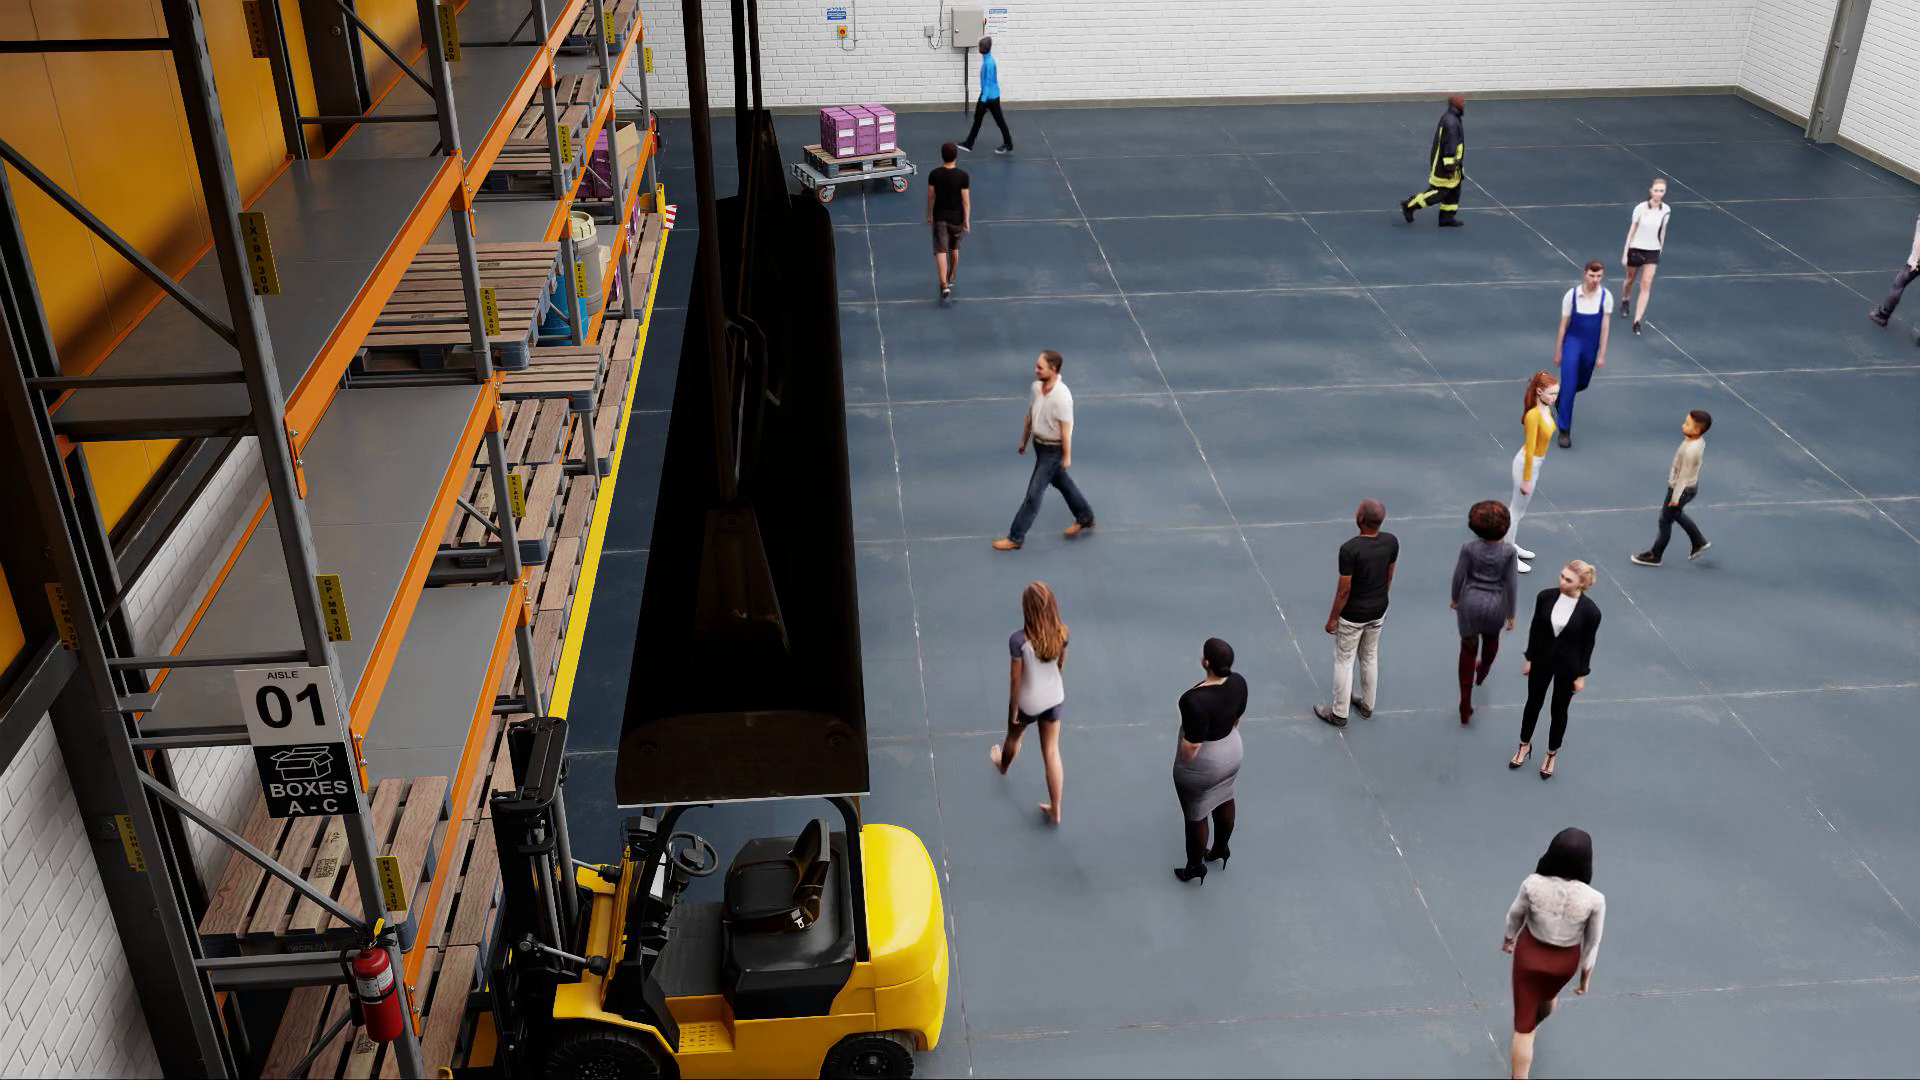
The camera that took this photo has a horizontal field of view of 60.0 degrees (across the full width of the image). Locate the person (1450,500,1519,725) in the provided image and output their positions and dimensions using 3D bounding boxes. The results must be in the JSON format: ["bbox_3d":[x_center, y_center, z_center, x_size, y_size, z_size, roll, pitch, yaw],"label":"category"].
[{"bbox_3d":[3.748,0.559,11.991,0.876,1.681,1.087,10,30,18],"label":"person"}]

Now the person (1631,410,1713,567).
[{"bbox_3d":[6.143,-0.430,14.041,0.876,1.454,0.873,13,31,23],"label":"person"}]

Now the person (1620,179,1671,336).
[{"bbox_3d":[7.782,-3.279,18.996,0.823,1.710,1.221,6,29,11],"label":"person"}]

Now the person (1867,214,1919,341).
[{"bbox_3d":[10.840,-3.067,18.525,0.705,1.789,1.221,-5,29,-8],"label":"person"}]

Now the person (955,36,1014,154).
[{"bbox_3d":[0.559,-6.698,25.230,0.795,1.742,1.109,-7,29,-13],"label":"person"}]

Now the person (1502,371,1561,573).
[{"bbox_3d":[4.787,-0.592,14.027,0.725,1.751,0.637,15,32,25],"label":"person"}]

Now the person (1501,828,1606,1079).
[{"bbox_3d":[3.064,2.316,8.749,0.895,1.701,1.157,9,30,16],"label":"person"}]

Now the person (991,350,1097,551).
[{"bbox_3d":[0.869,-0.776,14.313,1.020,1.801,1.284,-11,31,-20],"label":"person"}]

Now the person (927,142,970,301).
[{"bbox_3d":[-0.157,-3.773,19.775,0.743,1.833,1.222,0,29,0],"label":"person"}]

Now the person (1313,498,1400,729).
[{"bbox_3d":[2.869,0.522,11.931,0.751,1.804,0.720,-13,31,-23],"label":"person"}]

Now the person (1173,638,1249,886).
[{"bbox_3d":[1.572,1.382,10.401,0.777,1.760,0.811,-23,36,-35],"label":"person"}]

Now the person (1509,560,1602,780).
[{"bbox_3d":[4.088,0.871,11.394,0.677,1.705,0.728,20,34,32],"label":"person"}]

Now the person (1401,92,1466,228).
[{"bbox_3d":[6.375,-5.032,22.116,1.043,1.801,1.144,8,30,14],"label":"person"}]

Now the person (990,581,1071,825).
[{"bbox_3d":[0.555,1.116,10.968,0.811,1.682,1.111,-11,31,-20],"label":"person"}]

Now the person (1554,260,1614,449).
[{"bbox_3d":[6.080,-1.893,16.339,0.822,1.821,1.234,4,29,7],"label":"person"}]
